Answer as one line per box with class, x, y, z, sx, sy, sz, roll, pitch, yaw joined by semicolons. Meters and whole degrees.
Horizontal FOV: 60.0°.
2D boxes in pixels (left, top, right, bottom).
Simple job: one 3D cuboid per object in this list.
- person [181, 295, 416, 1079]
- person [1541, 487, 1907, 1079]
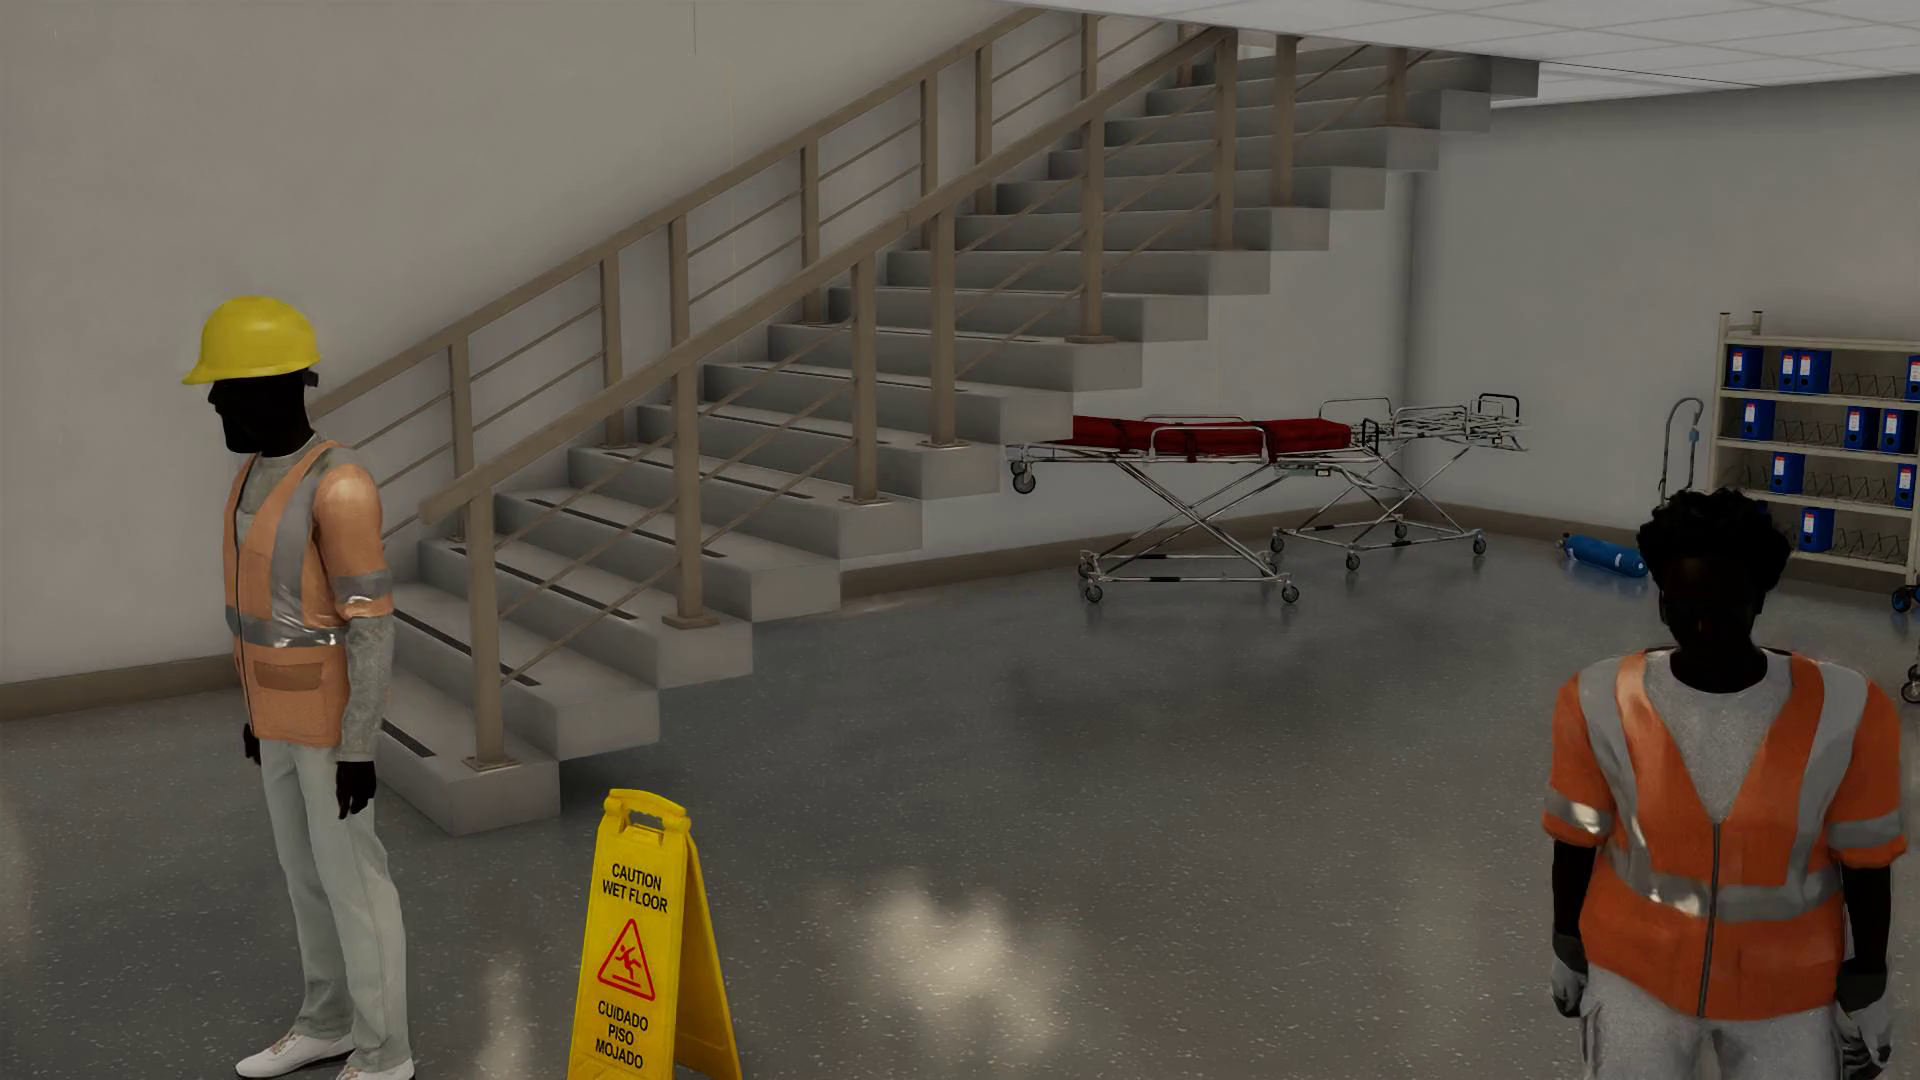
person;-1.535;0.400;3.876;0.382;1.923;0.593;-10;14;-44
person;1.274;0.710;2.832;0.554;1.665;0.586;5;11;26
